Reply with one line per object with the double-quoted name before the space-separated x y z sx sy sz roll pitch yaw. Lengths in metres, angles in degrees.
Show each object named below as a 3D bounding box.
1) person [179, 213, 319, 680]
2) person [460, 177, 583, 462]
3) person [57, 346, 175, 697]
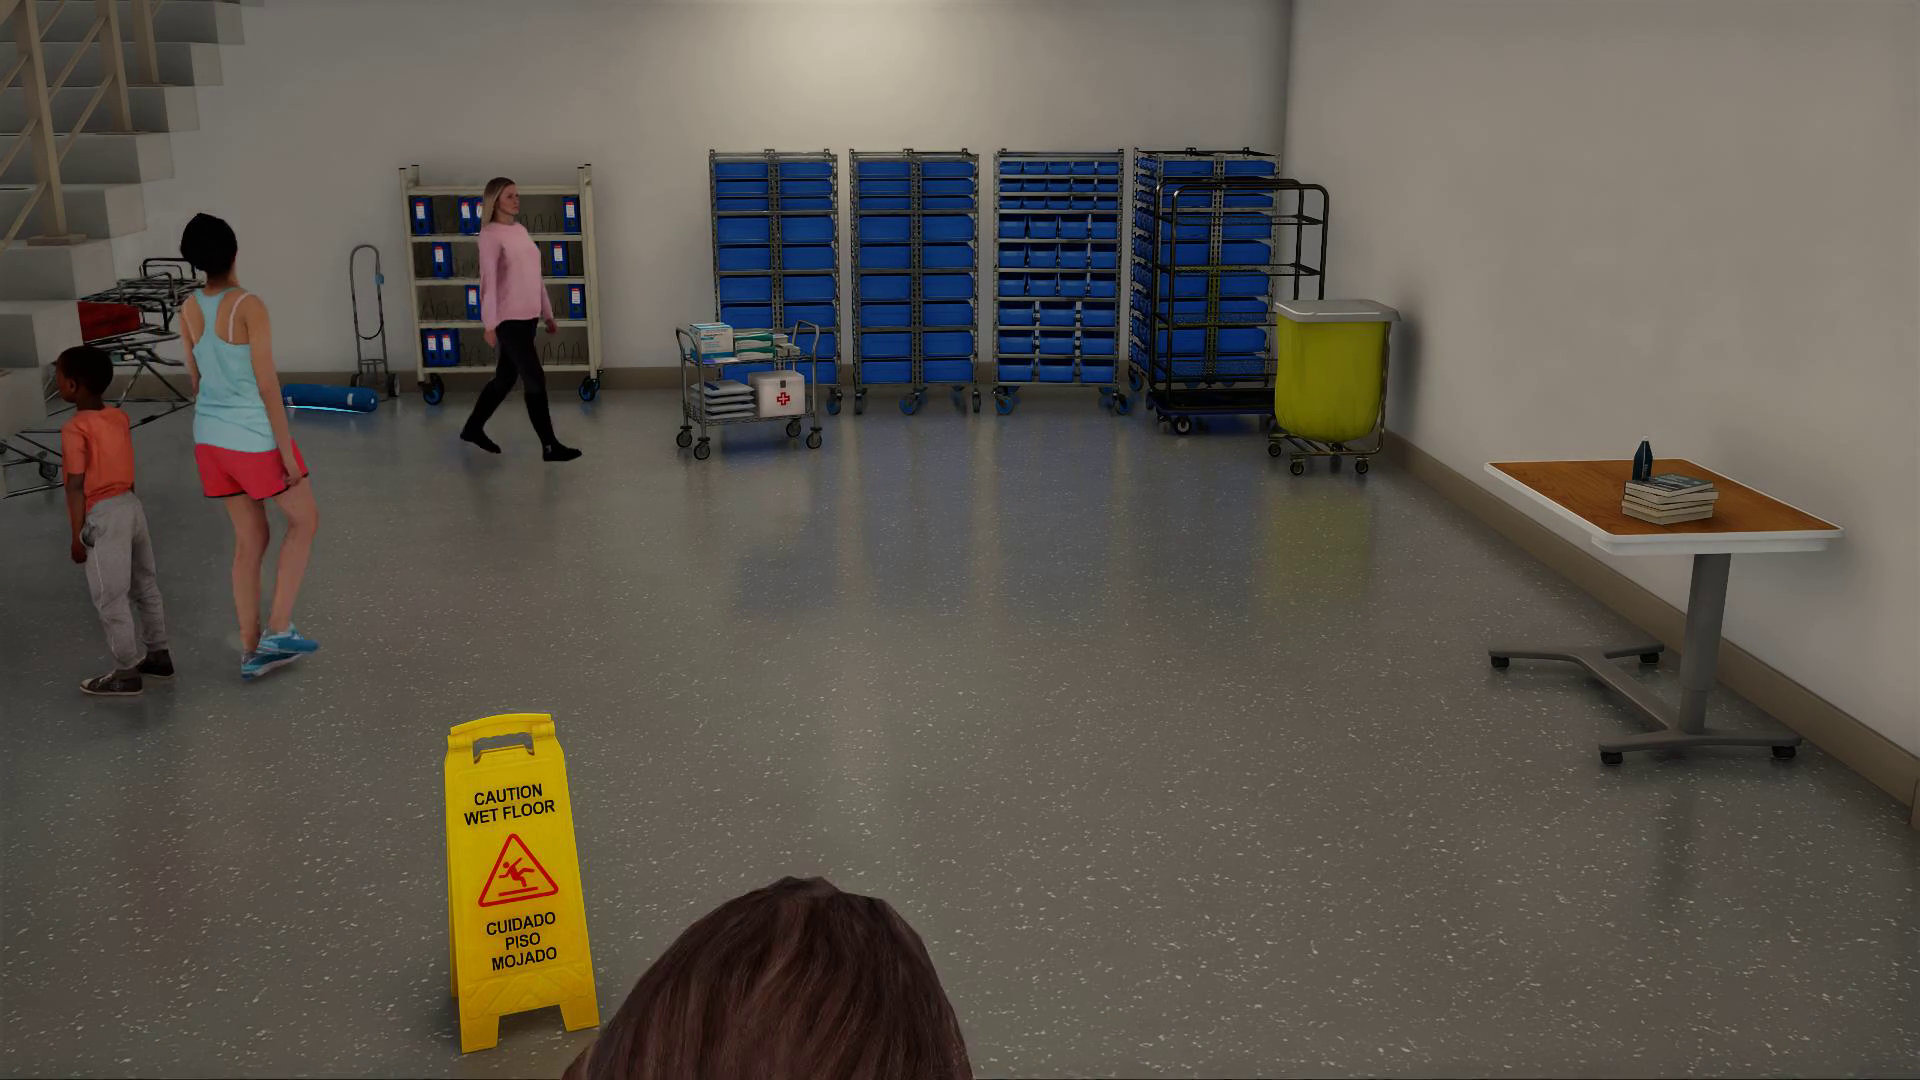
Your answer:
"person" -2.742 -0.317 6.235 0.736 1.758 0.755 7 17 22
"person" -2.718 -1.280 9.846 0.928 1.653 1.109 5 16 16
"person" -3.165 -0.076 6.212 0.580 1.308 0.471 3 16 12
